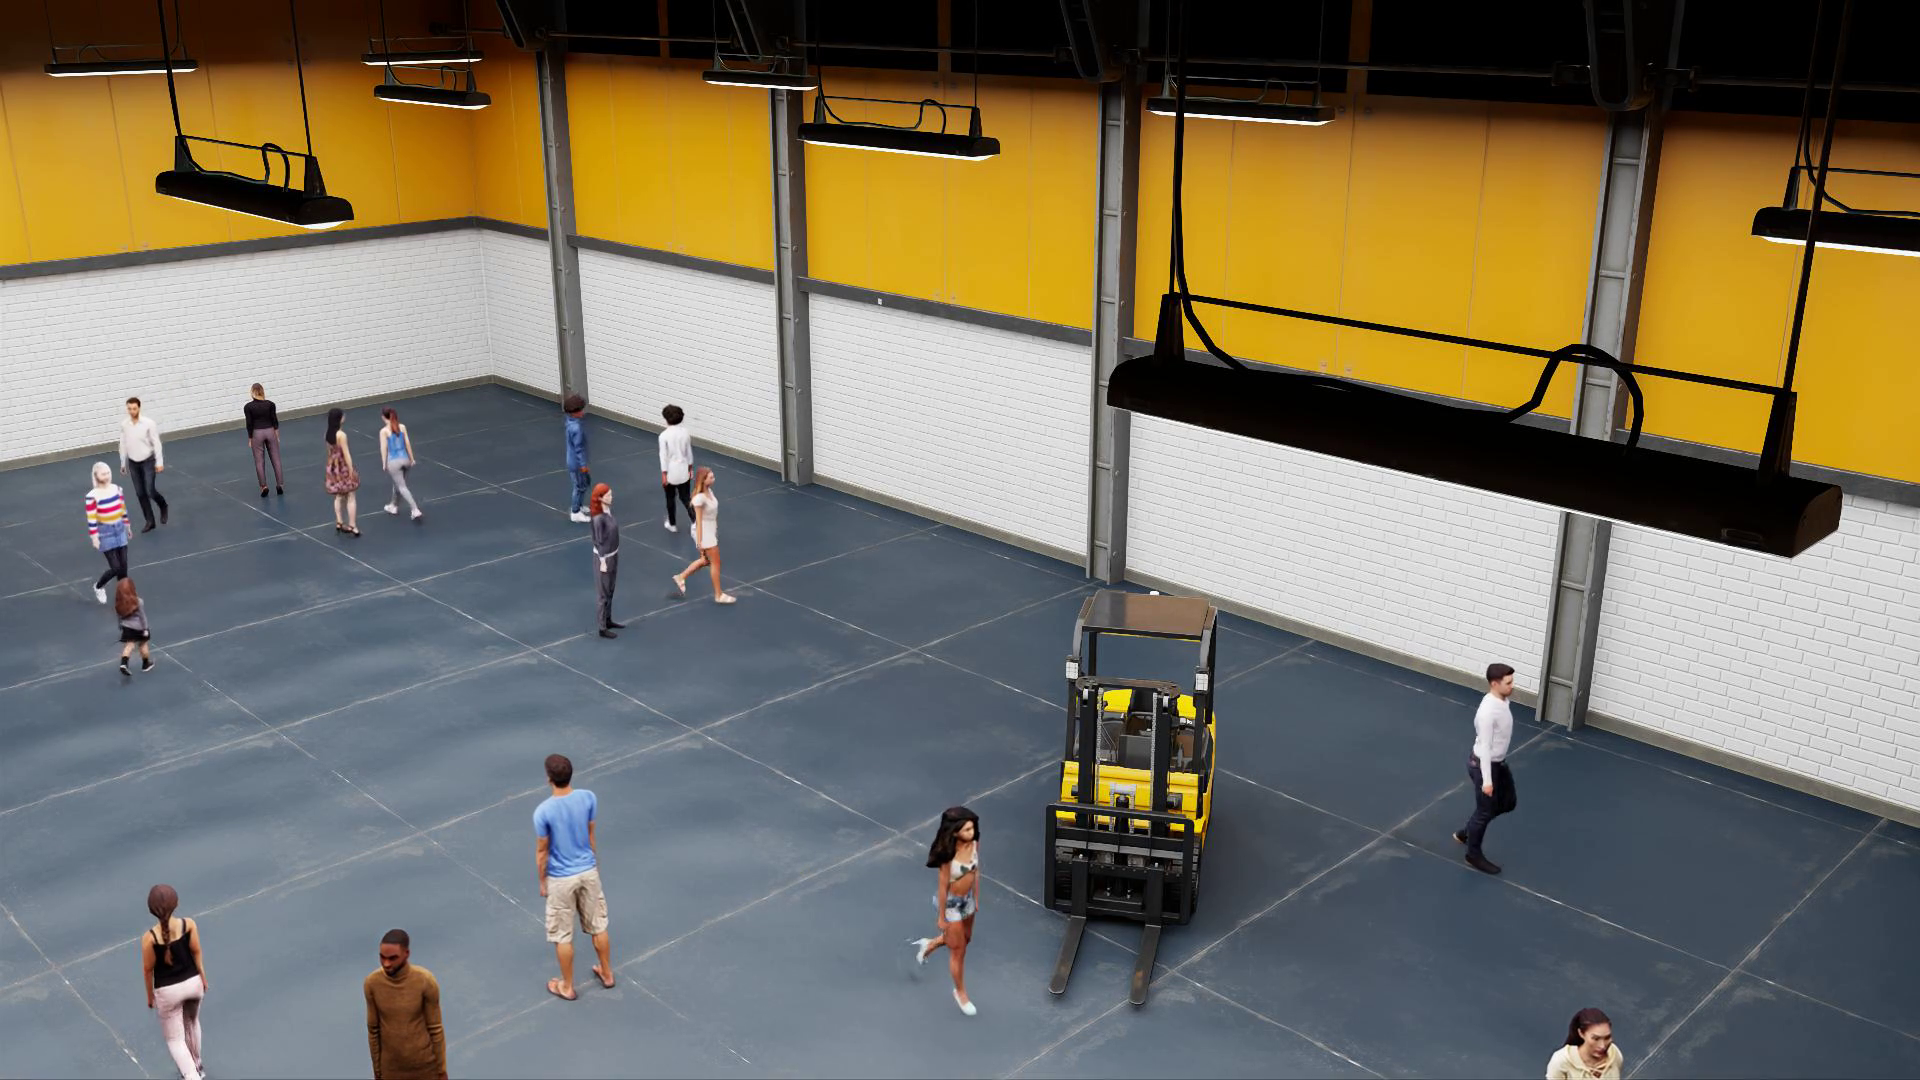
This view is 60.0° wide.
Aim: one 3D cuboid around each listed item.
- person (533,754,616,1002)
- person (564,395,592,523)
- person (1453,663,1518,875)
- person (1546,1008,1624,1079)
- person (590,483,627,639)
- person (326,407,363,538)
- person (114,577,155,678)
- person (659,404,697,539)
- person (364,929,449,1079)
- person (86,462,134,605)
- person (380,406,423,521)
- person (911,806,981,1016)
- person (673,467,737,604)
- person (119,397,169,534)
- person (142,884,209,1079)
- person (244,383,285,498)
[{"bbox_3d":[-2.812,2.435,12.089,0.689,1.853,0.655,-13,23,-34],"label":"person"},{"bbox_3d":[-5.230,-1.109,22.715,0.909,1.789,0.781,-7,20,-21],"label":"person"},{"bbox_3d":[4.305,1.859,13.807,0.732,1.849,0.678,13,23,34],"label":"person"},{"bbox_3d":[3.555,3.402,9.568,0.724,1.631,0.728,-4,19,-12],"label":"person"},{"bbox_3d":[-4.004,0.212,18.805,0.683,1.780,0.652,2,19,6],"label":"person"},{"bbox_3d":[-8.208,-0.887,22.083,0.630,1.770,0.762,13,22,33],"label":"person"},{"bbox_3d":[-8.845,0.935,17.733,0.731,1.095,0.777,1,19,3],"label":"person"},{"bbox_3d":[-3.714,-0.893,22.076,0.755,1.786,1.131,-13,23,-34],"label":"person"},{"bbox_3d":[-3.302,3.145,10.039,0.698,1.817,0.762,0,19,1],"label":"person"},{"bbox_3d":[-10.055,-0.062,19.588,0.901,1.799,0.818,7,20,19],"label":"person"},{"bbox_3d":[-7.664,-1.016,22.789,1.133,1.565,0.754,12,22,31],"label":"person"},{"bbox_3d":[-0.089,2.619,11.931,0.905,1.605,0.617,15,24,37],"label":"person"},{"bbox_3d":[-3.089,-0.055,19.772,1.112,1.670,0.942,4,19,11],"label":"person"},{"bbox_3d":[-10.974,-1.041,22.410,0.834,1.854,0.900,2,19,5],"label":"person"},{"bbox_3d":[-5.108,2.994,10.918,0.526,1.541,0.950,-17,25,-41],"label":"person"},{"bbox_3d":[-9.988,-1.438,23.875,0.630,1.672,0.578,-12,22,-33],"label":"person"}]
